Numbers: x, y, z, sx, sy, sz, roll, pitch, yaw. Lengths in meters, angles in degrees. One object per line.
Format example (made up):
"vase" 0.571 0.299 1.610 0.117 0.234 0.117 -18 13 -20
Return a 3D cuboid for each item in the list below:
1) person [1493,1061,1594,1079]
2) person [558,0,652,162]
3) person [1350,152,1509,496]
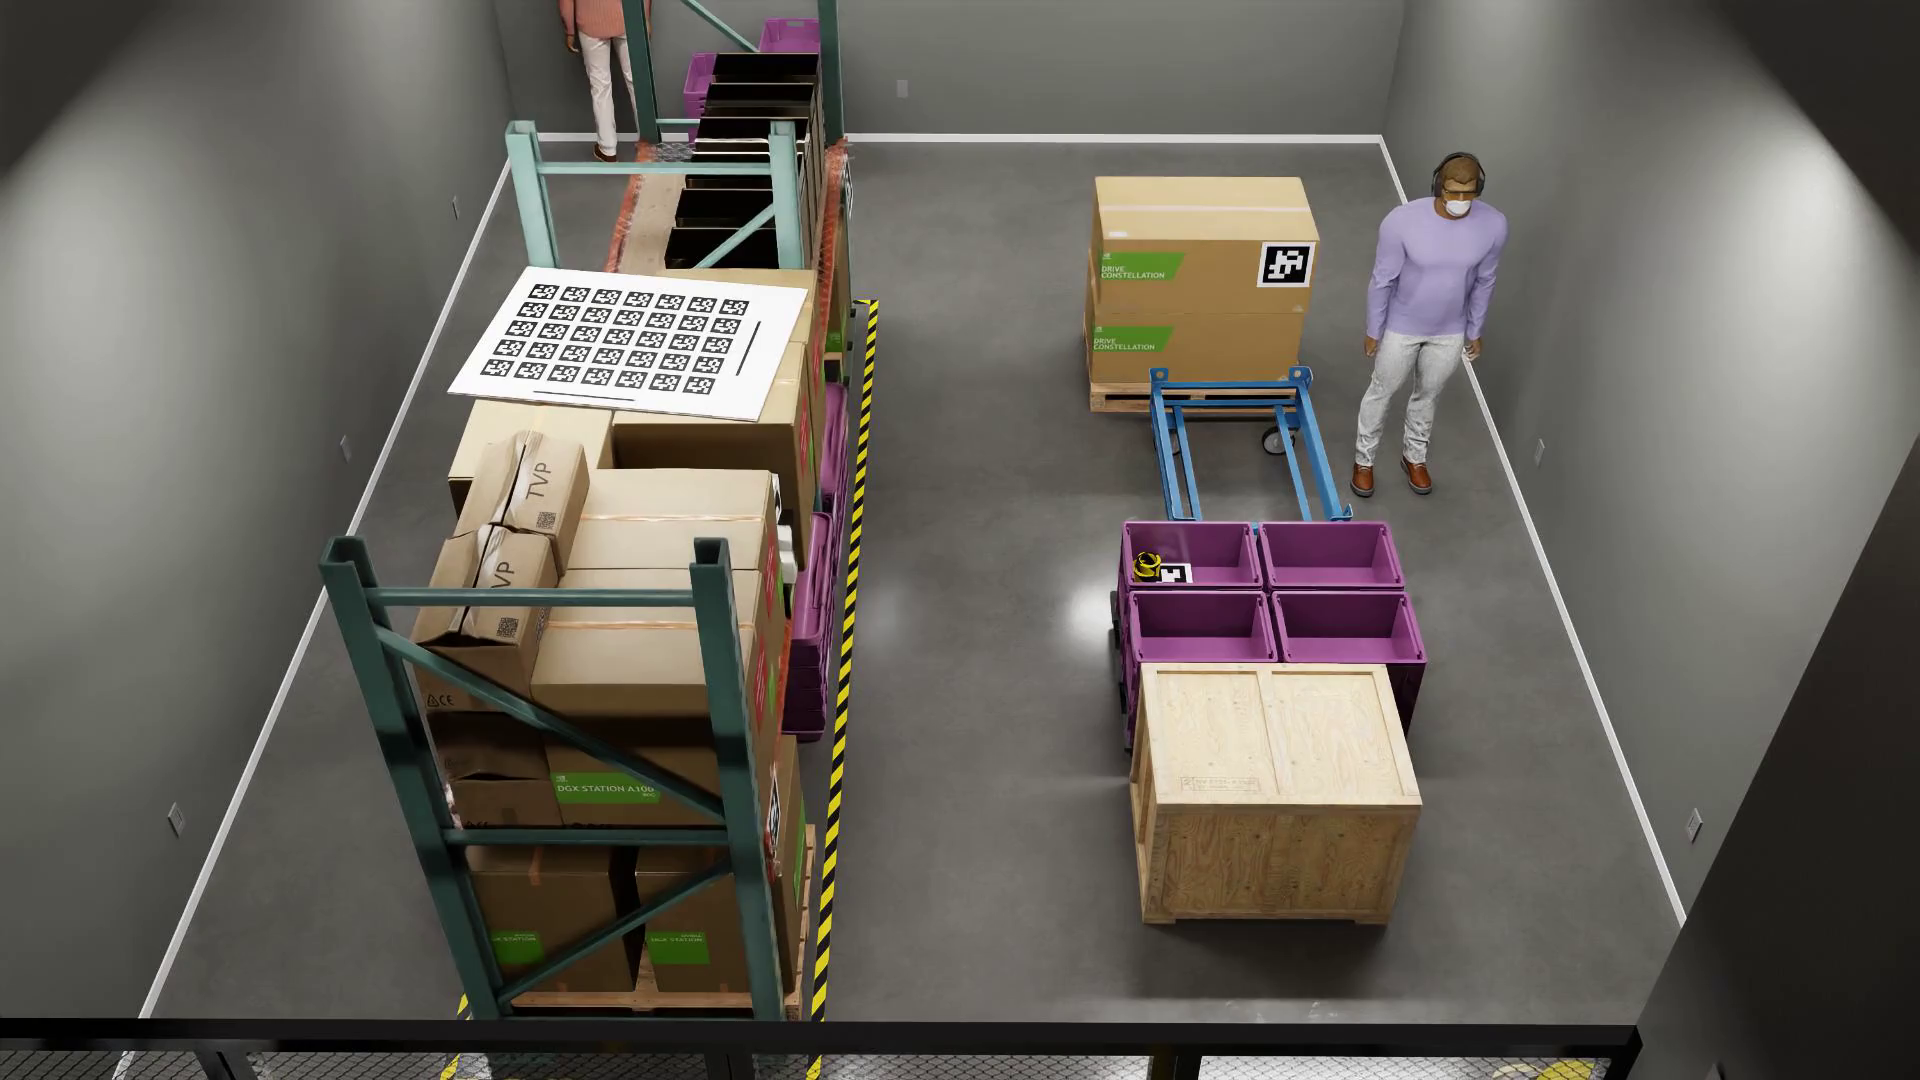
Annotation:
"person" 1.608 2.065 4.836 0.403 1.835 0.588 6 42 6
"person" -2.330 -3.425 10.977 0.613 1.994 0.382 -16 44 -17
"person" 2.327 -1.062 8.325 0.628 1.940 0.373 -1 41 -1
